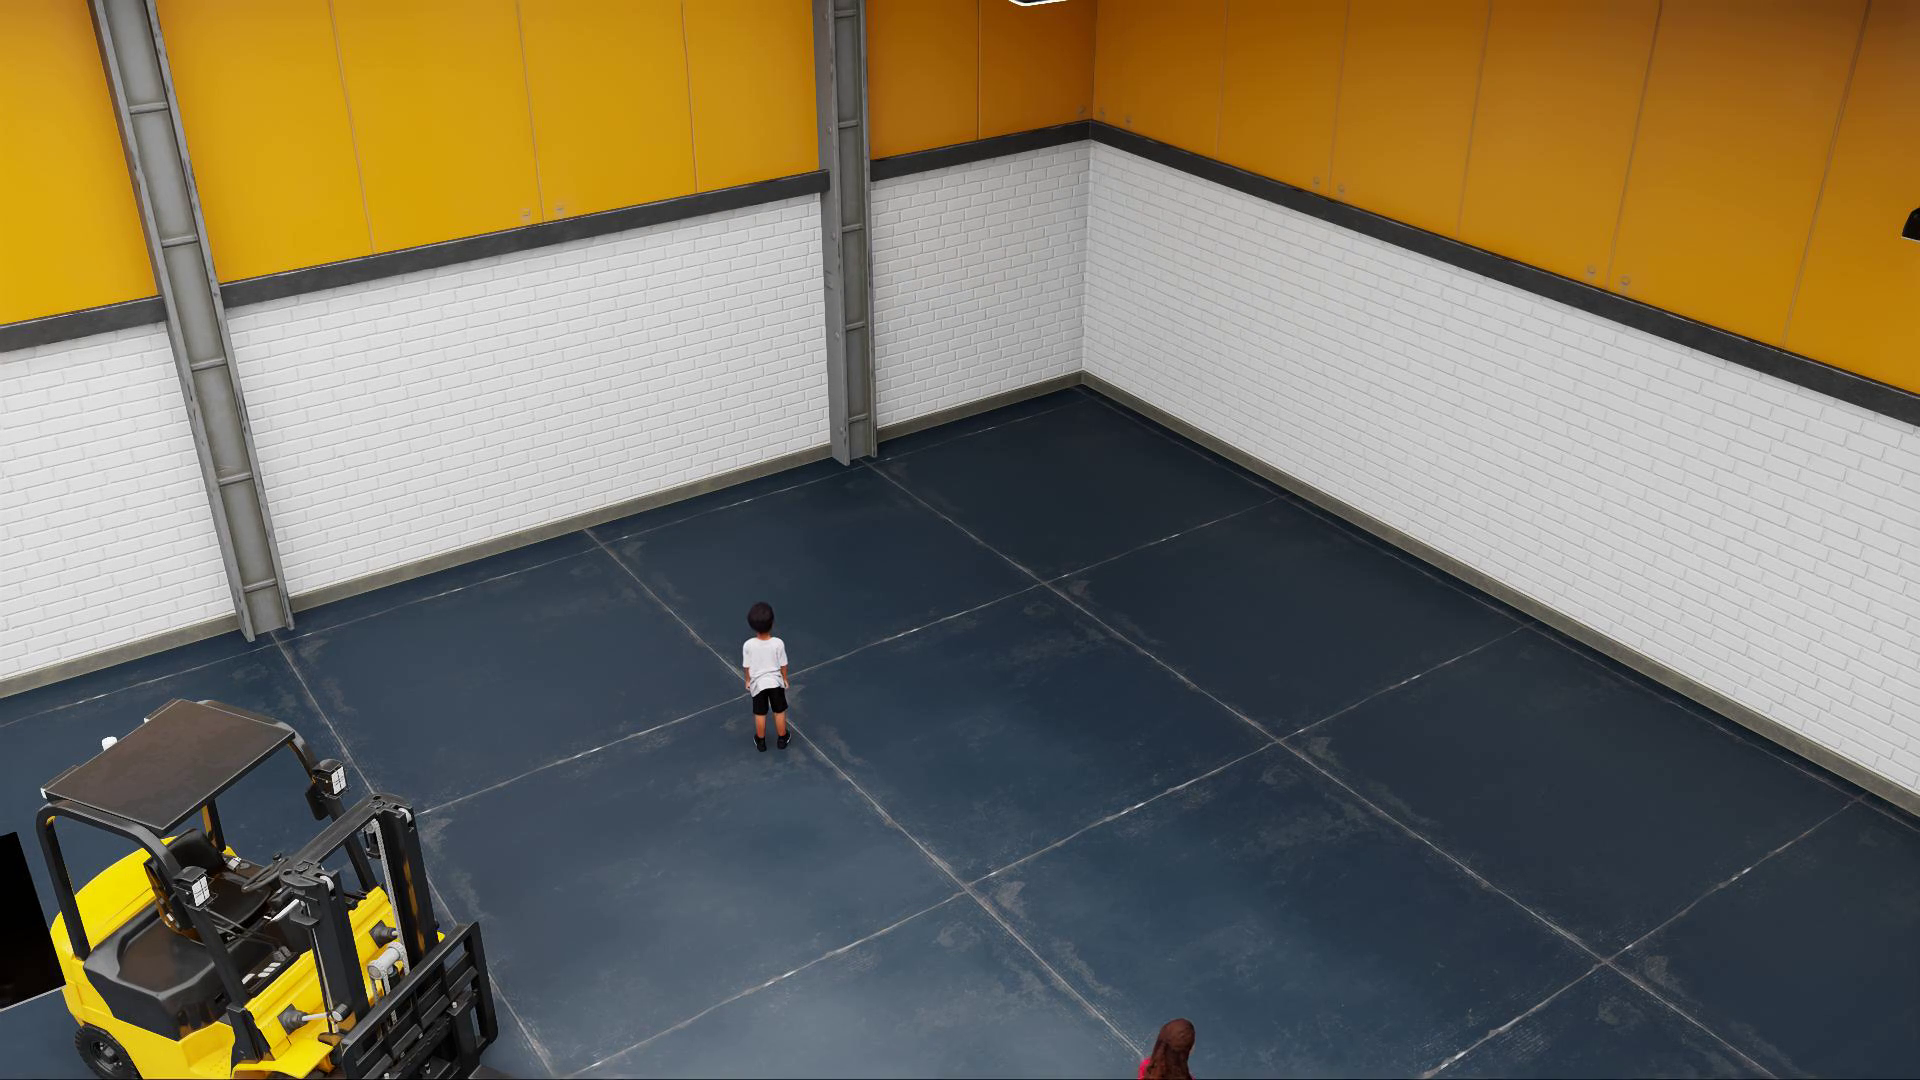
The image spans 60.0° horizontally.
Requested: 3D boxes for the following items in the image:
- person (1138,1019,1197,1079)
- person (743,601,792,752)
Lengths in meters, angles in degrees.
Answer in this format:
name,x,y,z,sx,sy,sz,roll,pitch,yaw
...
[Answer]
name,x,y,z,sx,sy,sz,roll,pitch,yaw
person,1.009,3.139,8.529,0.772,1.513,1.077,19,34,31
person,-1.468,1.046,12.630,0.542,1.261,0.626,-3,29,-6
